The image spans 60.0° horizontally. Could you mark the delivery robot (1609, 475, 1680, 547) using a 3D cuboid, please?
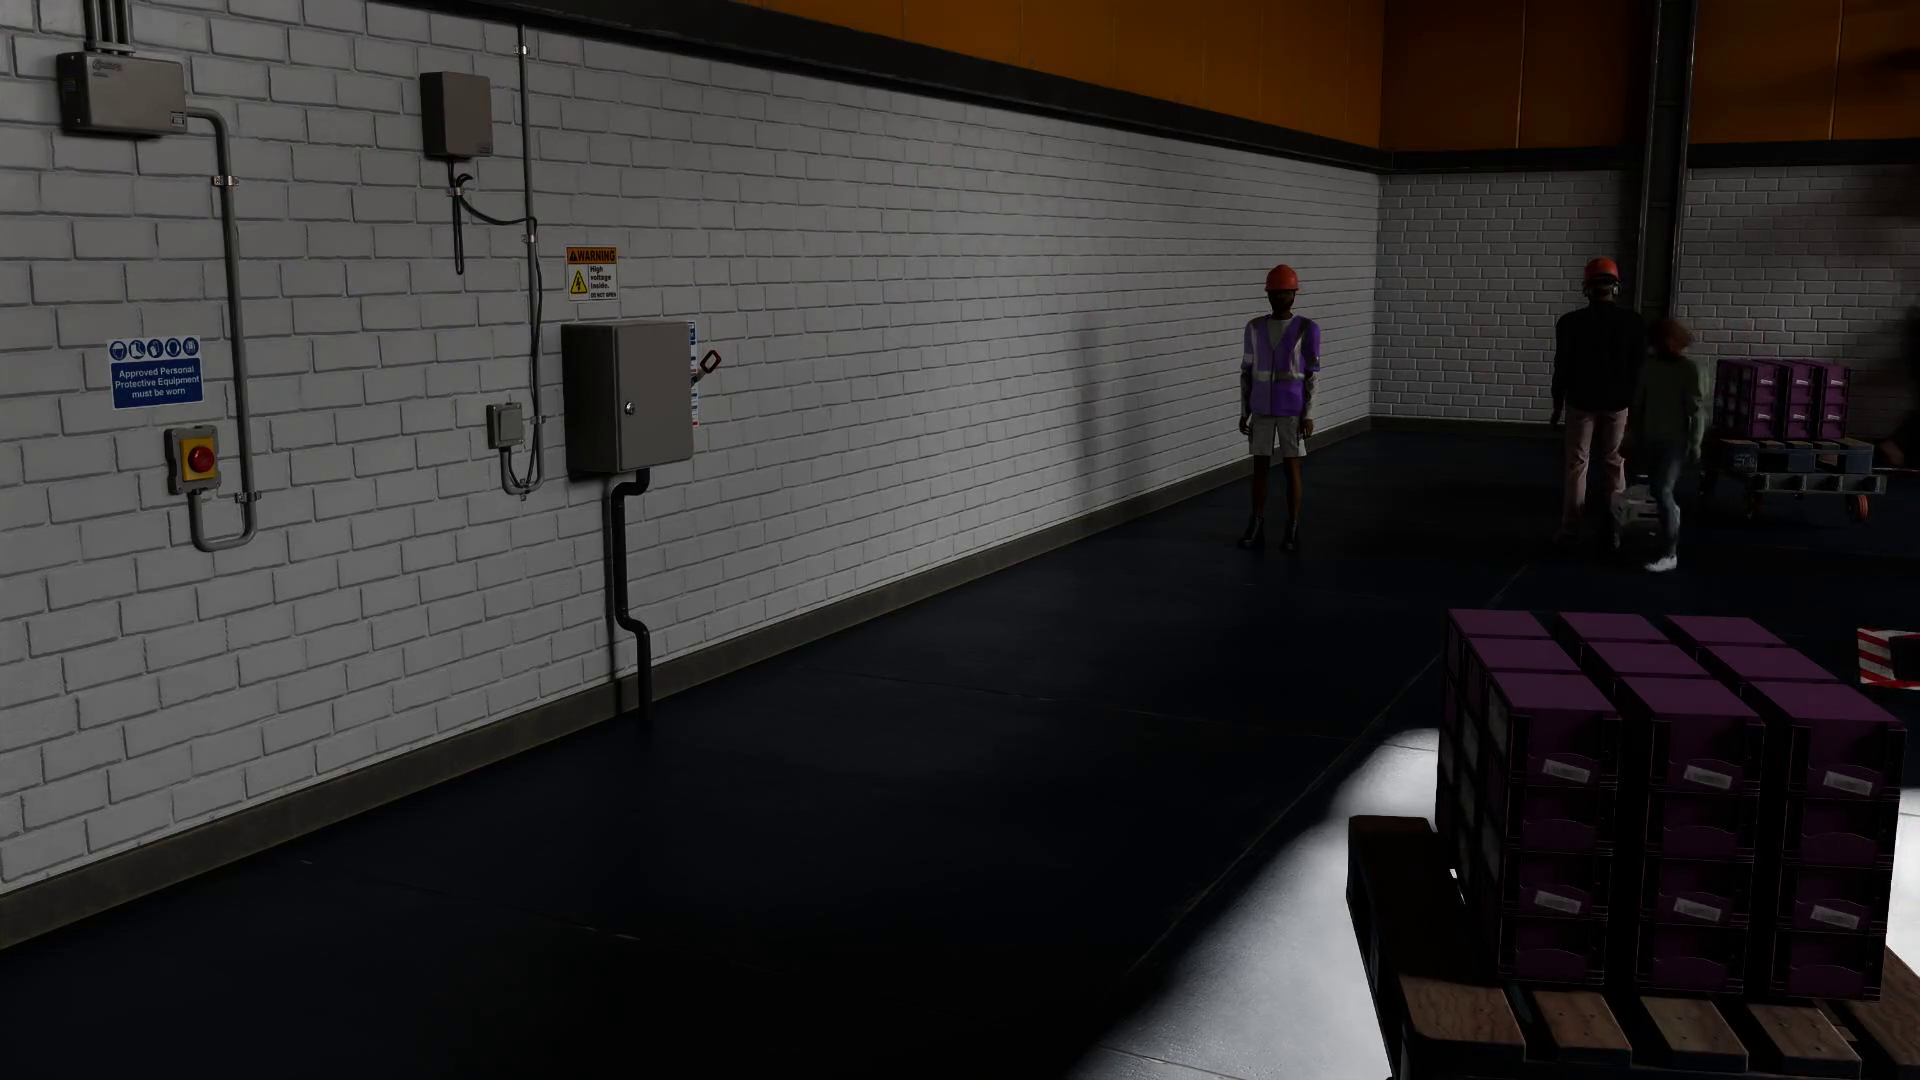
[{"bbox_3d":[4.511,-0.185,10.971,0.477,0.478,0.707,2,10,13],"label":"delivery robot"}]

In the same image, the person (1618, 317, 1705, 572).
[{"bbox_3d":[4.458,-0.604,10.640,0.563,1.611,0.511,-3,10,-18],"label":"person"}]

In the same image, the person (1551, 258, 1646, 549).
[{"bbox_3d":[4.351,-0.926,11.384,0.608,1.989,0.386,1,10,5],"label":"person"}]

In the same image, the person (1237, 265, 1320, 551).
[{"bbox_3d":[2.162,-0.896,11.349,0.550,1.941,0.347,5,11,28],"label":"person"}]

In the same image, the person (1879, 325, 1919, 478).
[{"bbox_3d":[8.711,-1.534,14.755,0.638,2.000,0.738,2,10,11],"label":"person"}]
